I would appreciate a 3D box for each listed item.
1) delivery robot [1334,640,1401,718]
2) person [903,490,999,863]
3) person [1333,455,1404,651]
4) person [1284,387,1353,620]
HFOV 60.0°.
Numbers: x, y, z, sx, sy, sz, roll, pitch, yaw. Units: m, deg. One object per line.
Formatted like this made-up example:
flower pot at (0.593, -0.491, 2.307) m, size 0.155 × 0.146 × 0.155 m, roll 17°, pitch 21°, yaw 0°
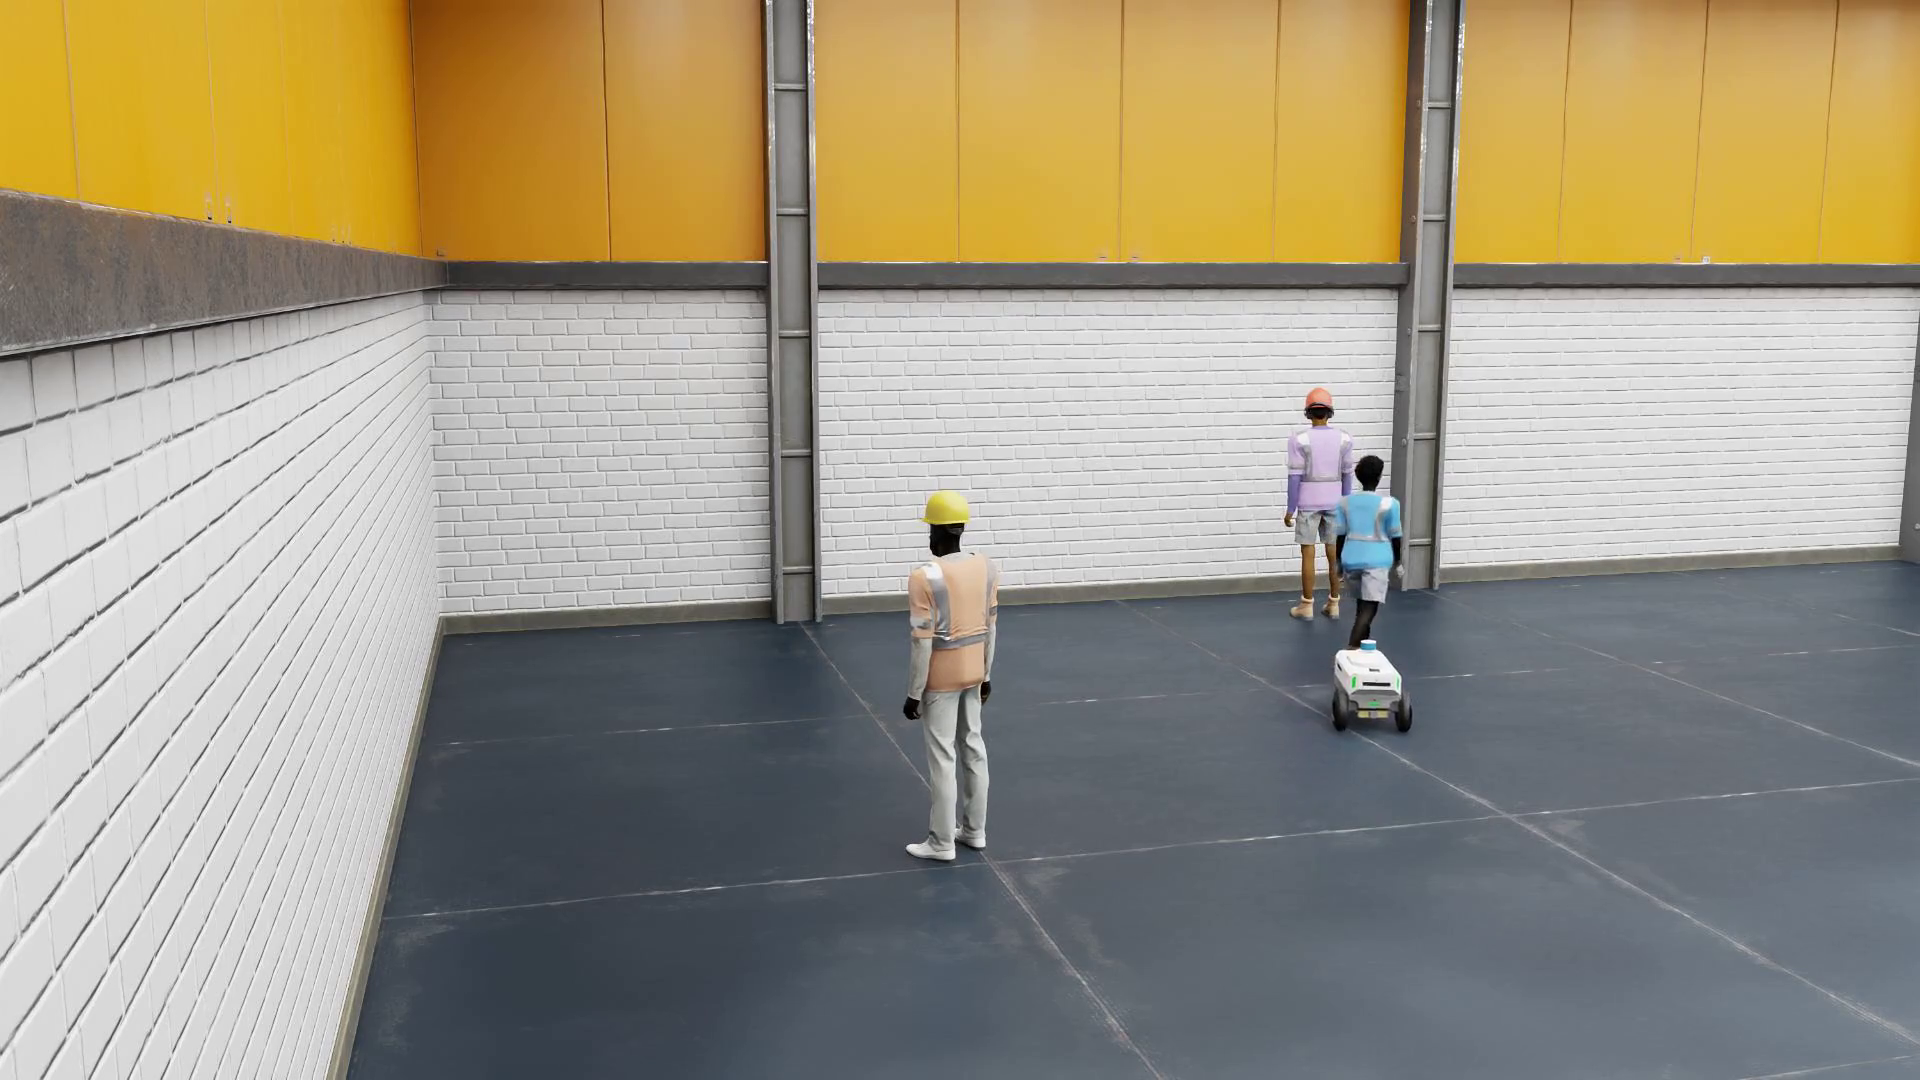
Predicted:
delivery robot at (2.747, 0.918, 11.224) m, size 0.477 × 0.478 × 0.707 m, roll 1°, pitch 9°, yaw 4°
person at (-0.058, 0.701, 8.601) m, size 0.366 × 1.926 × 0.592 m, roll 9°, pitch 13°, yaw 44°
person at (3.072, 0.182, 12.657) m, size 0.525 × 1.662 × 0.850 m, roll 8°, pitch 12°, yaw 41°
person at (3.124, -0.313, 14.576) m, size 0.609 × 2.040 × 0.394 m, roll -2°, pitch 9°, yaw -12°
